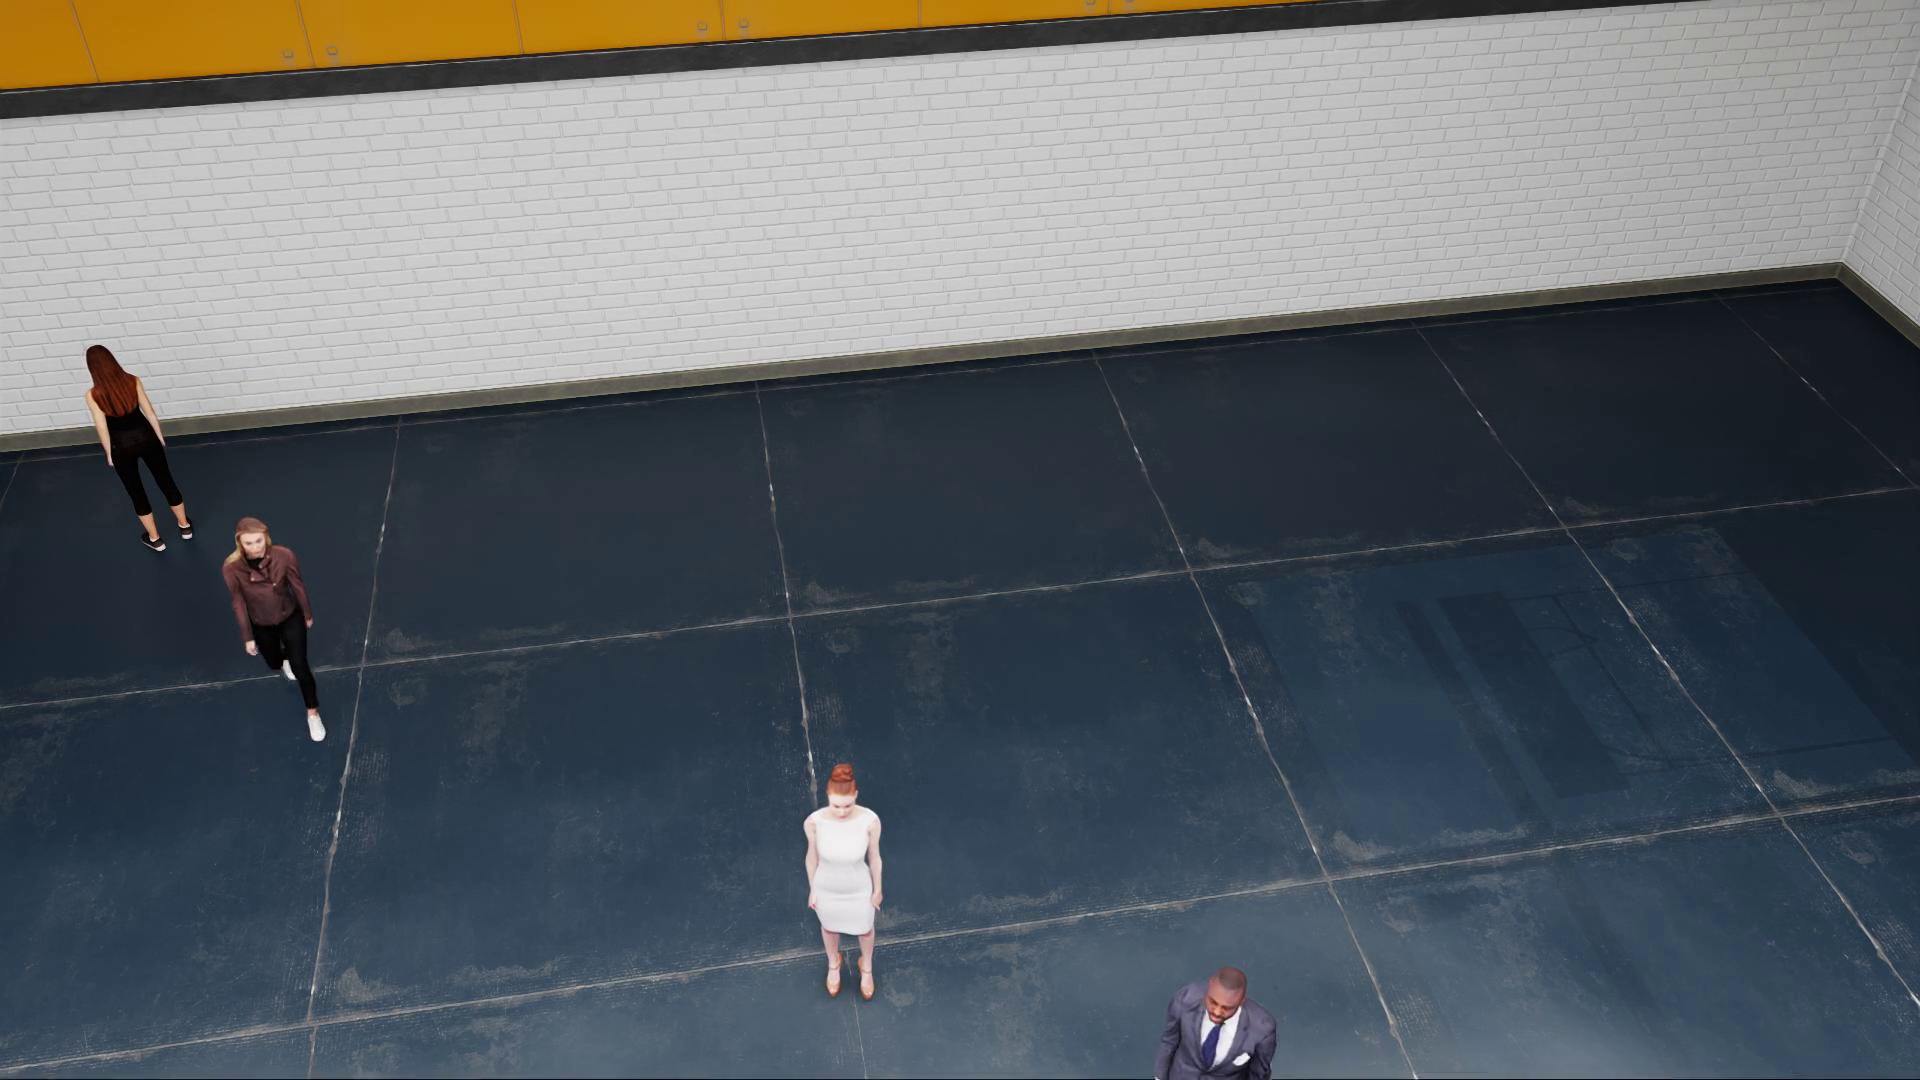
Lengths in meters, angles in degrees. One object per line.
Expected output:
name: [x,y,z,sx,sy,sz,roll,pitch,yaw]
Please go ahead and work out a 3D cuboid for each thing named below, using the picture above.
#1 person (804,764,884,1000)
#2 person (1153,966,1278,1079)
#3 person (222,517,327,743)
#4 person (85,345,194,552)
person: [-0.617,1.859,8.971,0.589,1.794,0.541,0,39,0]
person: [1.213,2.598,8.045,1.141,1.795,1.233,20,43,24]
person: [-4.437,0.493,10.774,0.716,1.679,1.054,-13,41,-16]
person: [-6.065,-0.687,12.214,0.643,1.726,0.659,-28,46,-30]
